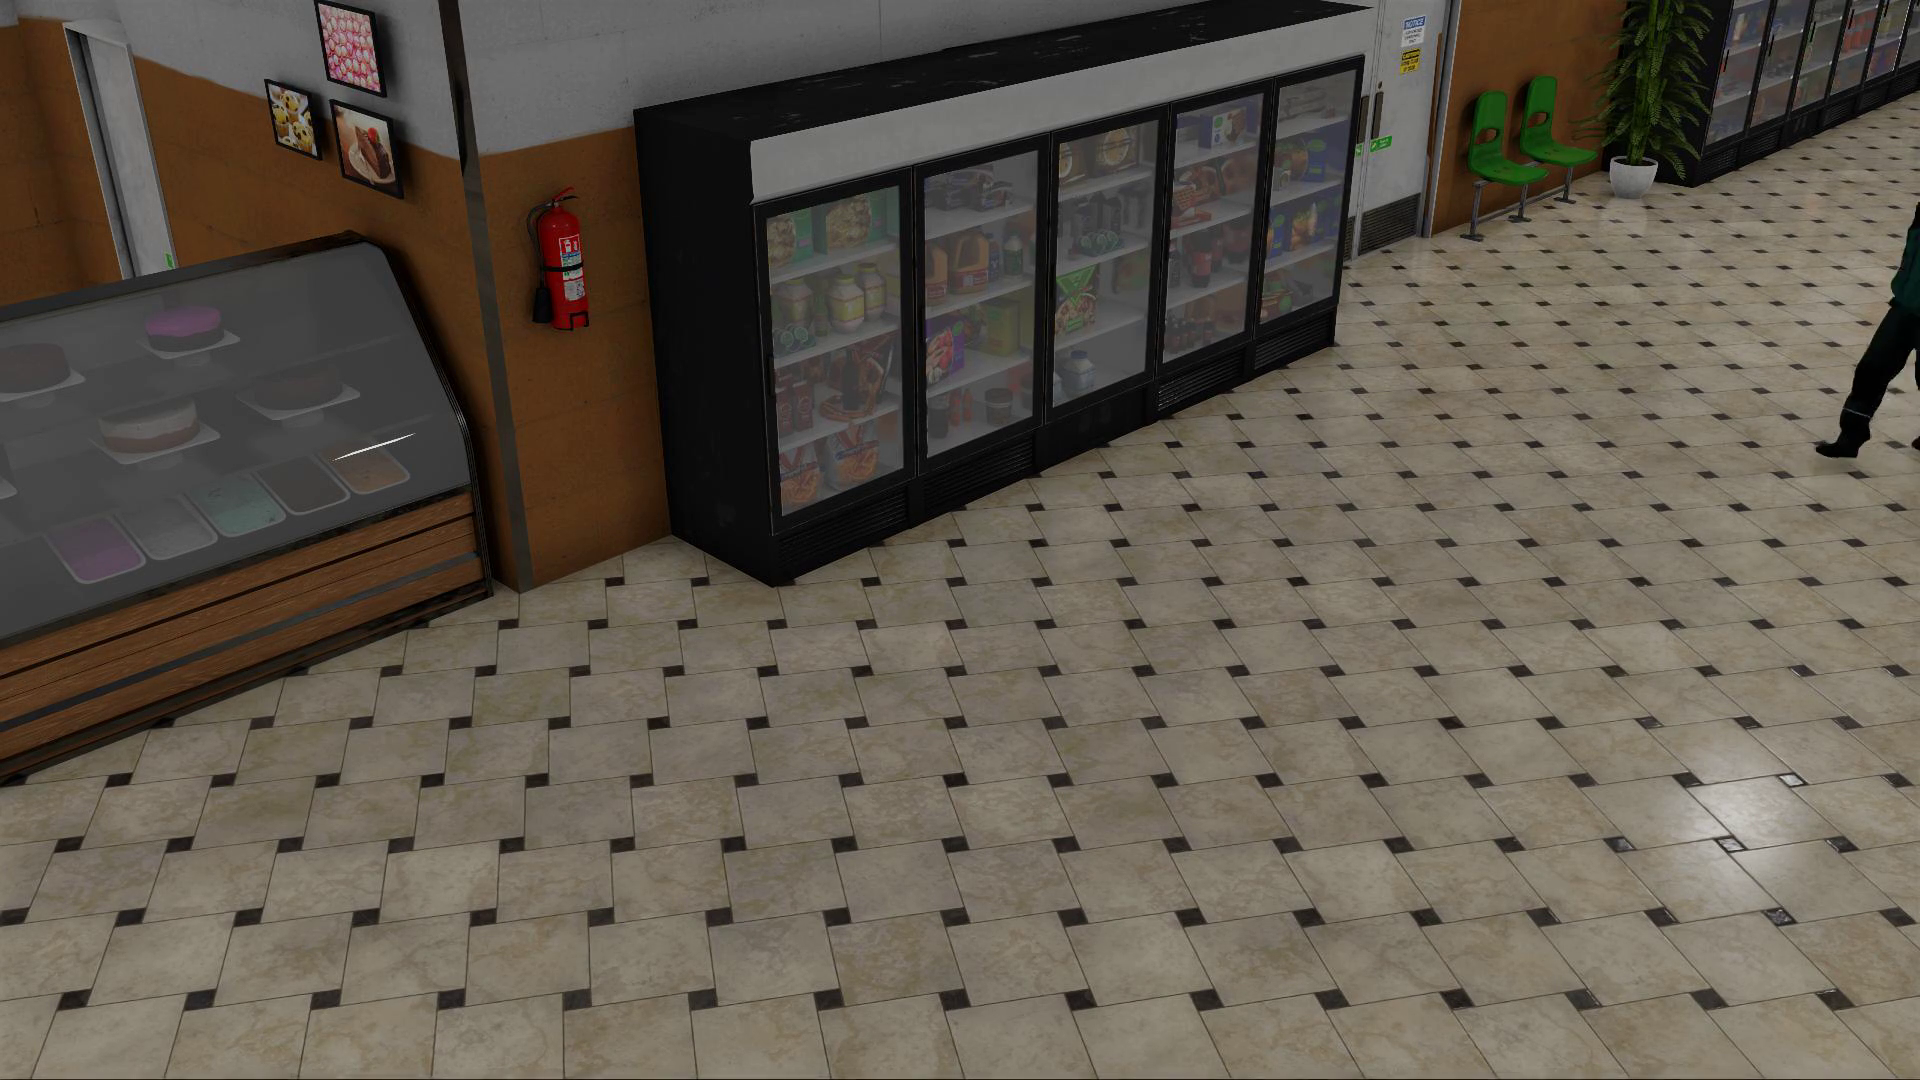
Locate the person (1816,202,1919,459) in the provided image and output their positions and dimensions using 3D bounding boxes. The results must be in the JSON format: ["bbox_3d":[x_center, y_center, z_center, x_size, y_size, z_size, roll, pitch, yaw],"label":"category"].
[{"bbox_3d":[5.643,-1.291,9.588,1.123,1.797,1.235,-7,28,-14],"label":"person"}]
